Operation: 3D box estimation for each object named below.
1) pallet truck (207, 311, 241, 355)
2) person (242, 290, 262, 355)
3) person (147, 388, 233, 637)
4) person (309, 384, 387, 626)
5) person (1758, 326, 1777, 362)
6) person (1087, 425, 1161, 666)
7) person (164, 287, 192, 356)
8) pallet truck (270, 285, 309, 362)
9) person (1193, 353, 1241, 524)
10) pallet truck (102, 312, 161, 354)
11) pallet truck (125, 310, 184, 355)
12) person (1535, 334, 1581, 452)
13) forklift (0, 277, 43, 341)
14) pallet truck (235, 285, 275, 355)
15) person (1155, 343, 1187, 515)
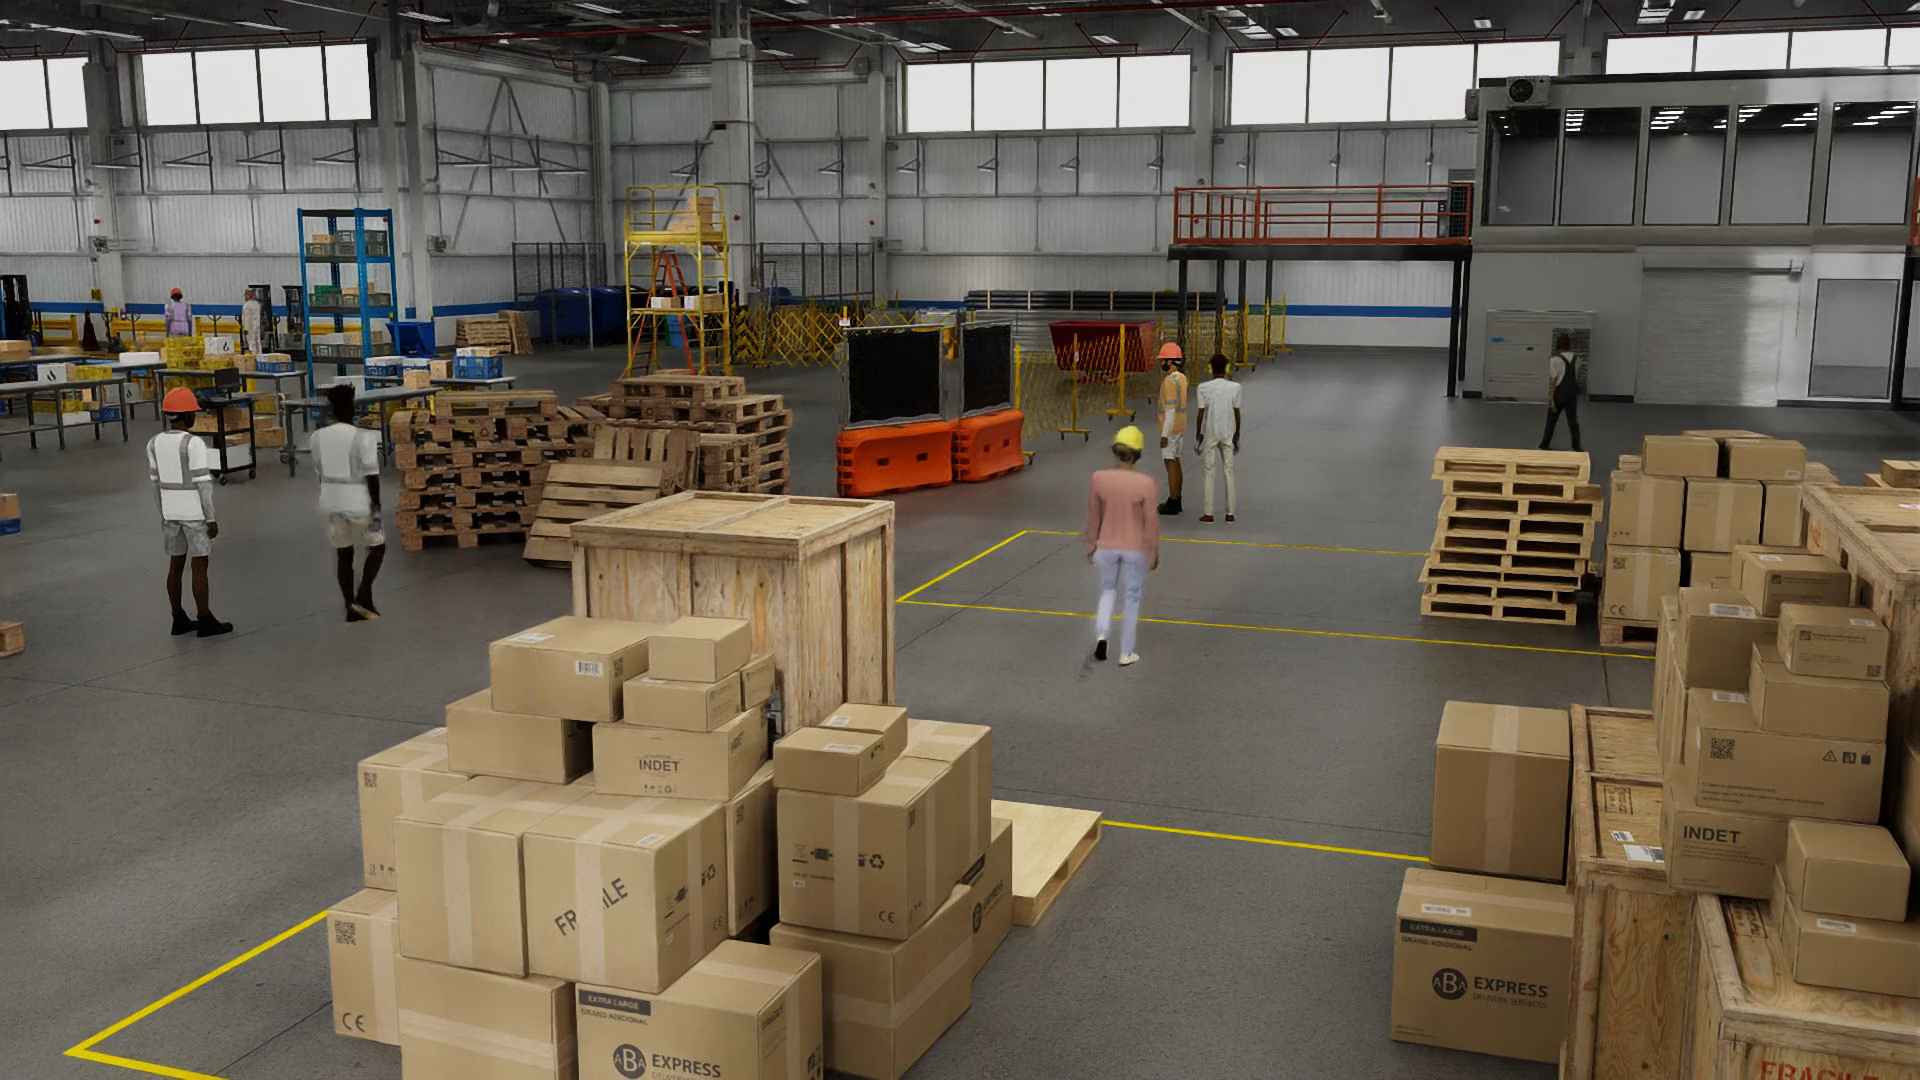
[{"bbox_3d":[-19.537,-5.575,44.913,0.653,1.274,1.630,3,11,19],"label":"pallet truck"},{"bbox_3d":[-17.924,-5.367,42.045,0.407,1.908,0.641,1,10,5],"label":"person"},{"bbox_3d":[-5.994,-0.211,12.916,0.543,1.939,0.361,4,11,20],"label":"person"},{"bbox_3d":[-4.870,-0.277,13.299,0.604,1.937,0.431,2,10,12],"label":"person"},{"bbox_3d":[15.674,-3.463,32.136,0.594,1.614,0.329,2,10,14],"label":"person"},{"bbox_3d":[1.174,0.053,11.951,0.539,1.749,0.417,4,11,23],"label":"person"},{"bbox_3d":[-18.471,-4.944,39.319,0.395,2.036,0.602,10,14,44],"label":"person"},{"bbox_3d":[-17.147,-5.700,43.663,0.823,1.965,1.885,3,11,17],"label":"pallet truck"},{"bbox_3d":[2.808,-1.105,18.165,0.521,1.865,0.335,0,10,-2],"label":"person"},{"bbox_3d":[-23.057,-5.777,46.261,0.680,1.201,1.601,3,11,19],"label":"pallet truck"},{"bbox_3d":[-22.038,-5.665,45.457,0.704,1.261,1.522,3,11,17],"label":"pallet truck"},{"bbox_3d":[8.436,-1.971,23.260,0.532,1.798,0.993,-2,10,-11],"label":"person"},{"bbox_3d":[-27.151,-6.329,46.328,1.157,1.987,2.680,3,11,17],"label":"forklift"},{"bbox_3d":[-18.327,-5.835,44.421,0.823,1.965,1.885,4,11,23],"label":"pallet truck"},{"bbox_3d":[2.357,-1.248,18.774,0.377,1.933,0.549,4,11,20],"label":"person"}]
